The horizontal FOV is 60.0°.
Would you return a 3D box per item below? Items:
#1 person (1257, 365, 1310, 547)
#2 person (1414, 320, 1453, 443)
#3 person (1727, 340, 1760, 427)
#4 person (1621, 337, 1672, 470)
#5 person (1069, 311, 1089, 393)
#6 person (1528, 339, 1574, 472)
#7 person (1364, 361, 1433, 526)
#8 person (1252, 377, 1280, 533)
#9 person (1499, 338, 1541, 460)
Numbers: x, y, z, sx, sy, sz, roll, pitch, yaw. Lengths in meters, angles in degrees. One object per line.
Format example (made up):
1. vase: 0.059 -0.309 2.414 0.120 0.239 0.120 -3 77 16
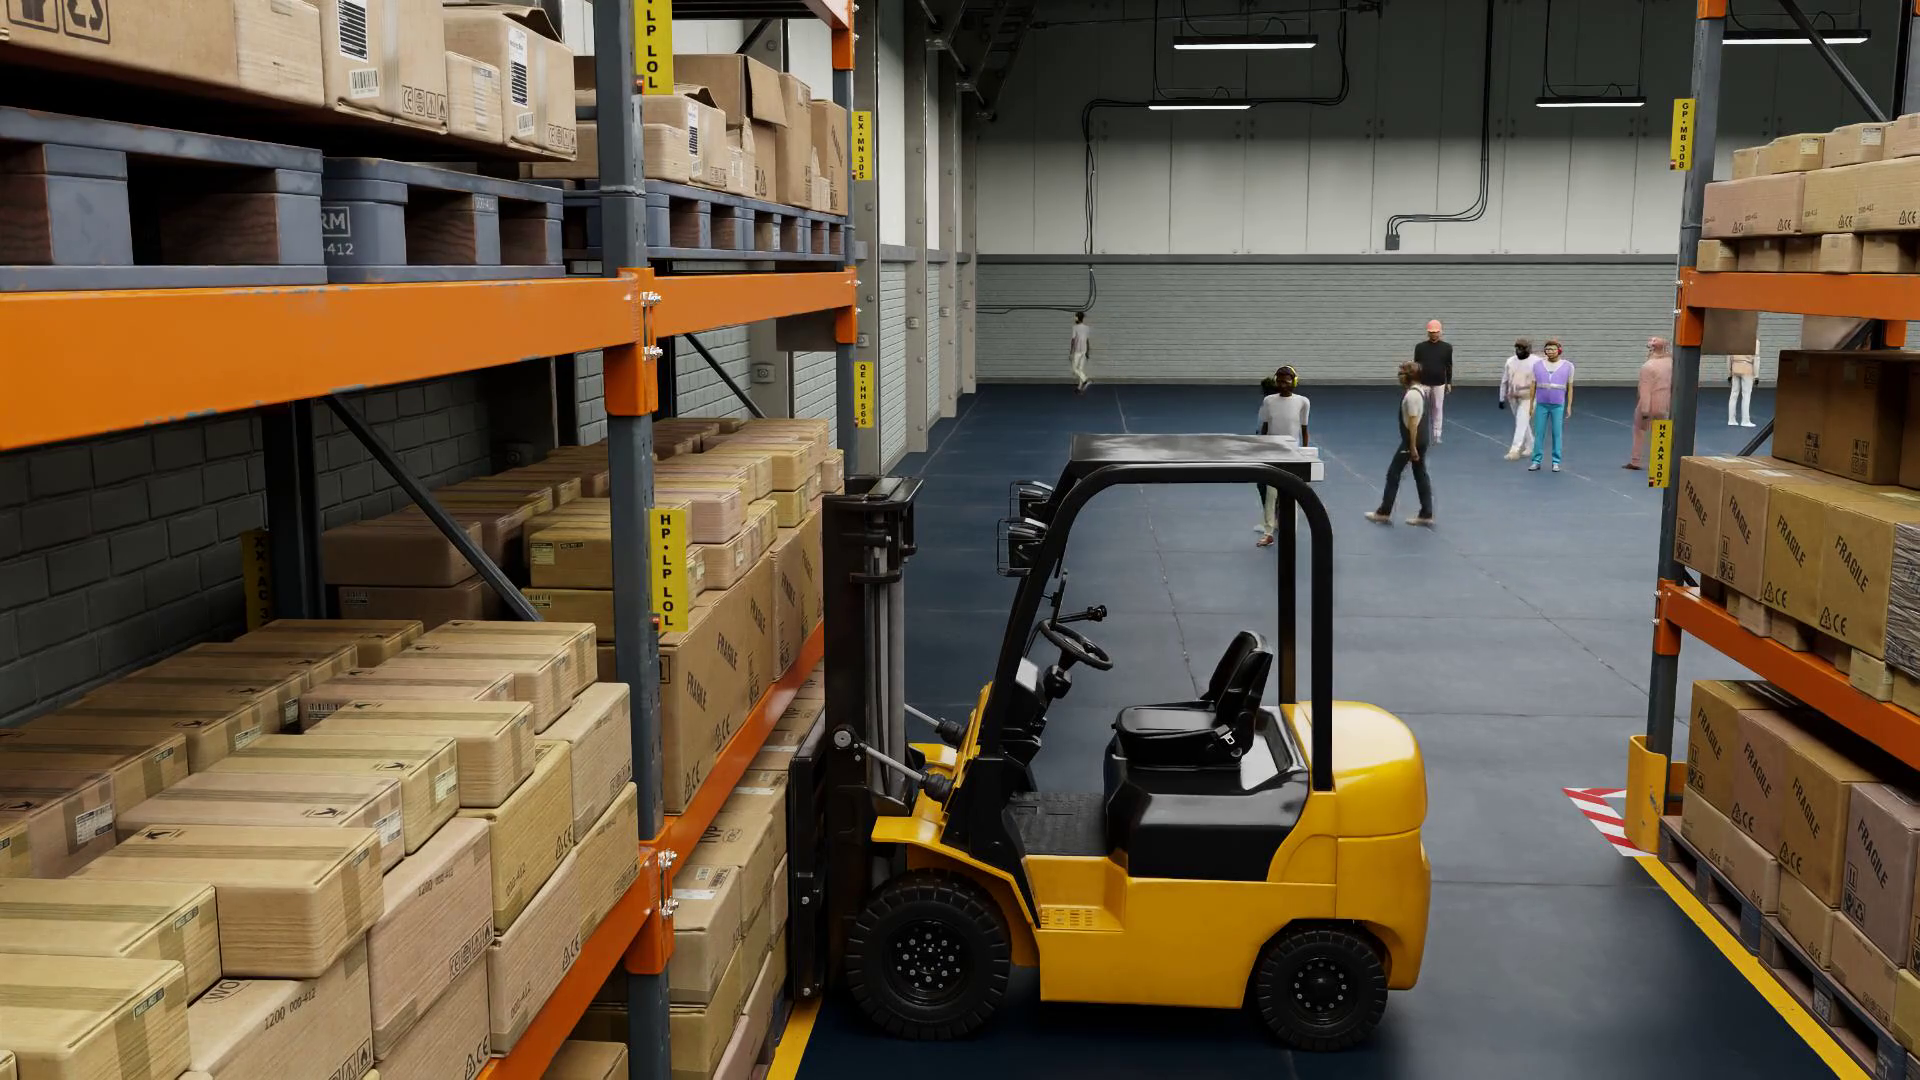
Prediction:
1. person: 3.278 -0.845 16.904 0.508 1.865 0.329 4 10 22
2. person: 7.609 -2.546 26.809 0.623 1.992 0.396 2 10 15
3. person: 13.952 -2.972 29.597 0.382 1.924 0.594 -6 11 -32
4. person: 9.688 -1.878 23.118 0.647 1.881 0.863 -5 10 -26
5. person: 2.707 -4.183 37.157 0.549 1.851 0.491 -8 12 -40
6. person: 8.232 -1.871 23.168 0.567 1.844 0.377 5 11 28
7. person: 4.886 -1.067 18.377 0.841 1.810 0.521 6 11 33
8. person: 3.280 -0.905 17.796 0.538 1.674 0.558 -1 9 -8
9. person: 8.403 -2.112 24.804 0.956 1.800 0.642 -7 12 -37
